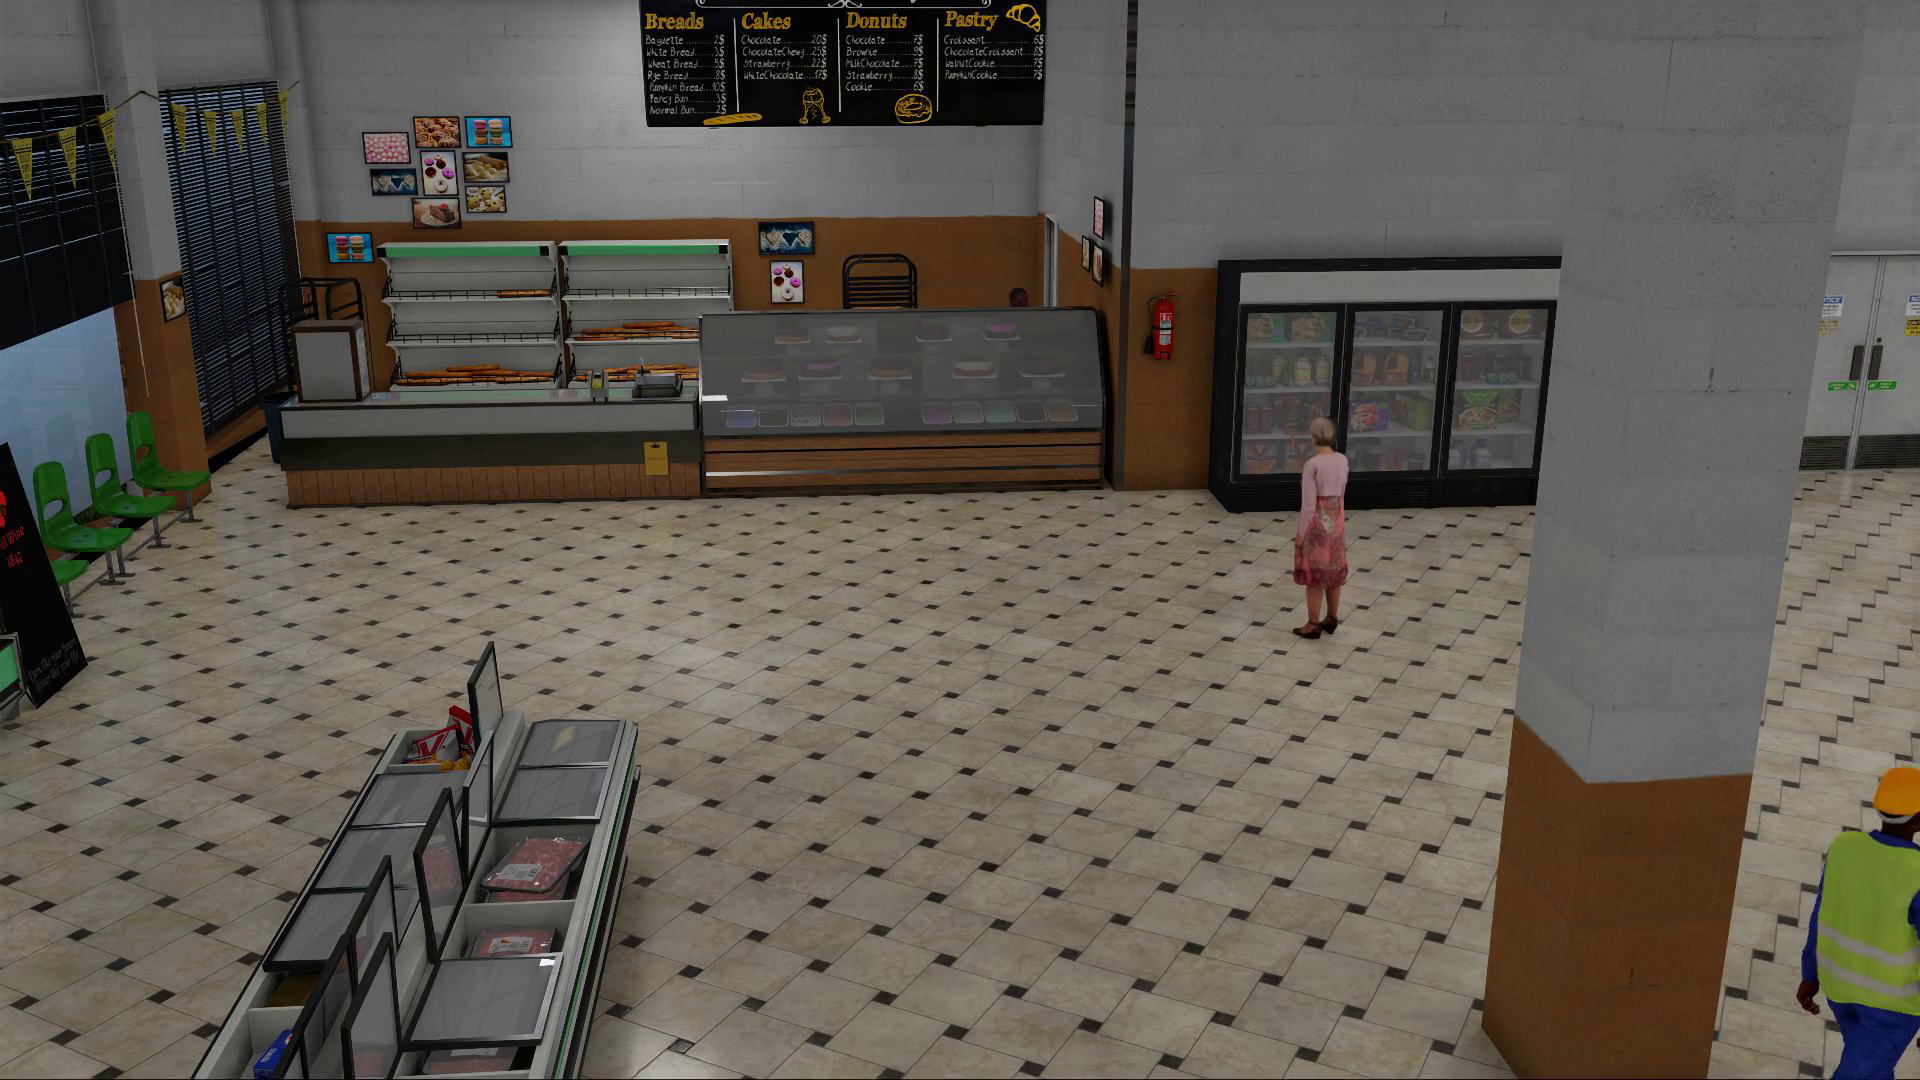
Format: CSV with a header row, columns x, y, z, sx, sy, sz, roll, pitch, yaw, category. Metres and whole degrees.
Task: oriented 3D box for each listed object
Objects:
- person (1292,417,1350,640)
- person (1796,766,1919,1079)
x,y,z,sx,sy,sz,roll,pitch,yaw,category
2.725,-0.090,12.486,0.680,1.690,0.705,-10,19,-29,person
3.384,1.743,6.296,1.063,1.780,1.251,-8,19,-25,person
